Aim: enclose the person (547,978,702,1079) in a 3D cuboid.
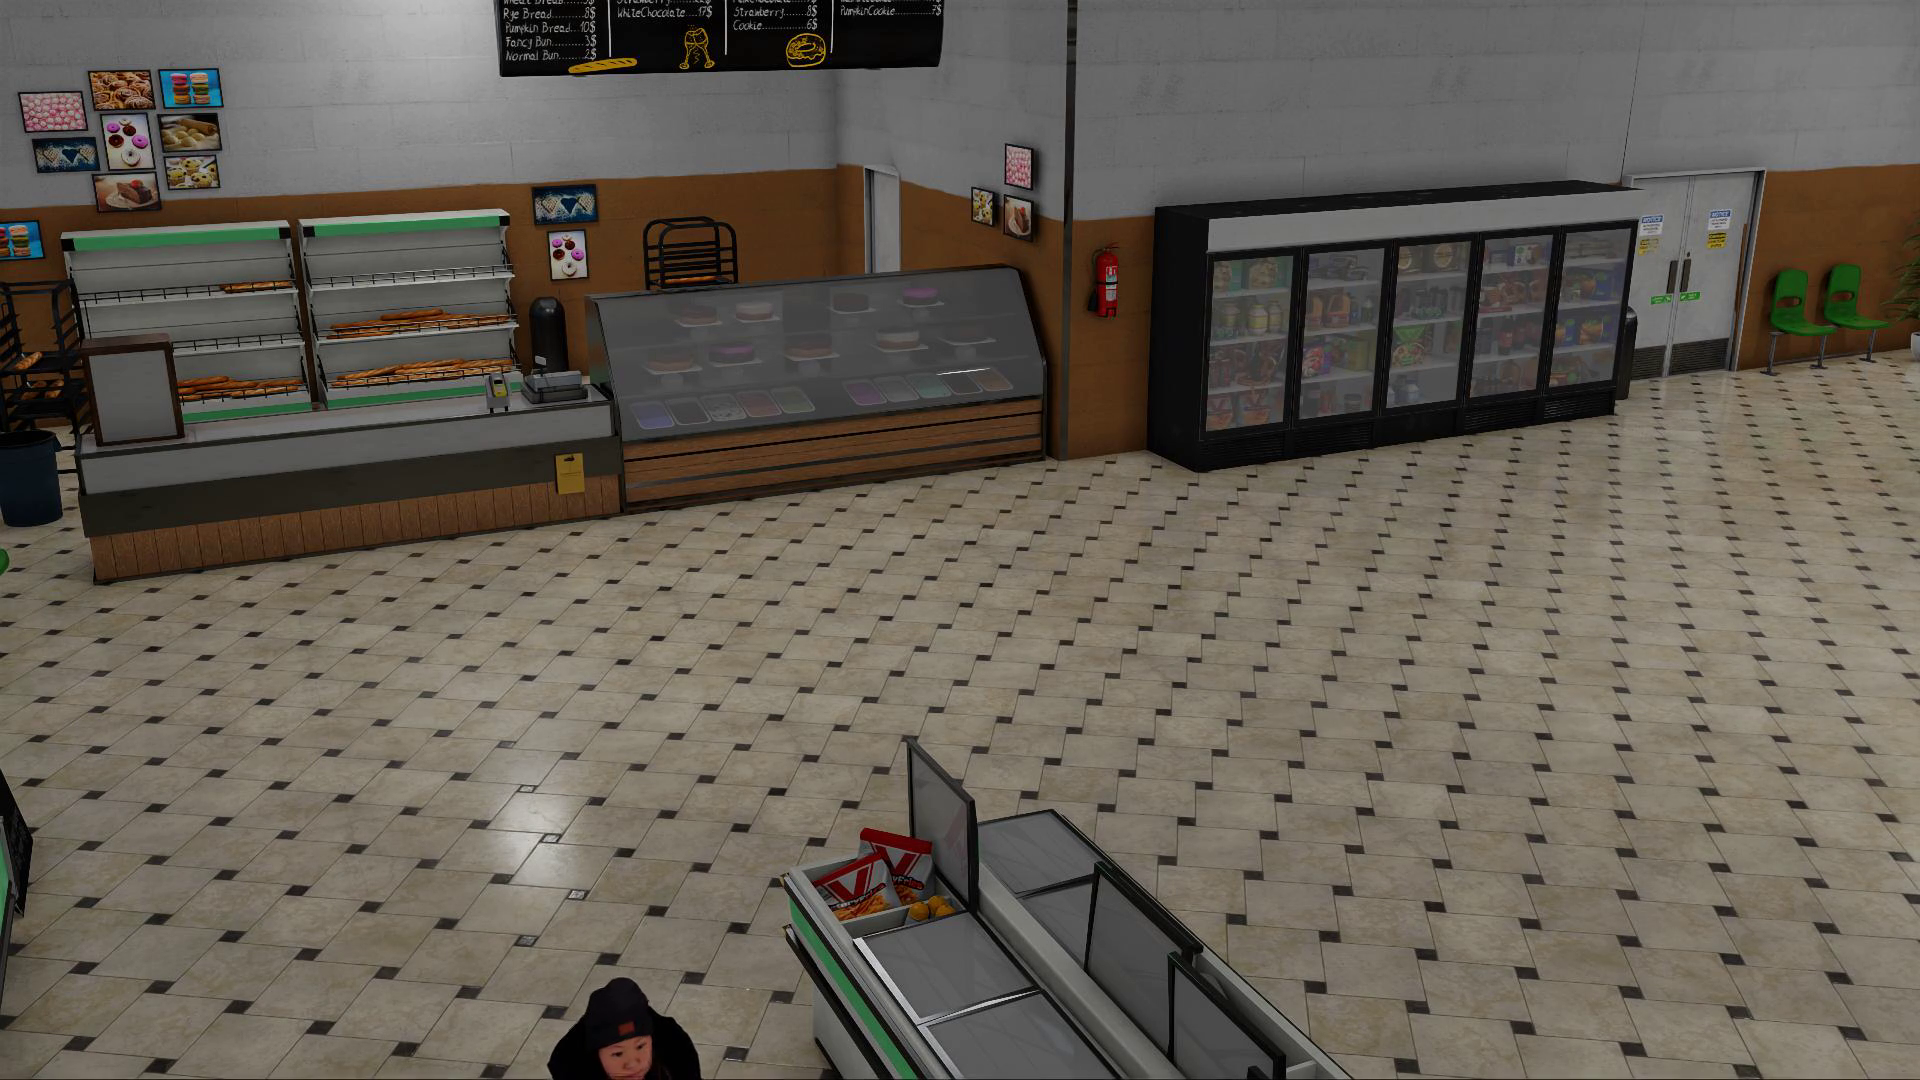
[{"bbox_3d":[-0.951,2.010,4.796,0.713,1.673,0.699,-13,22,-33],"label":"person"}]
